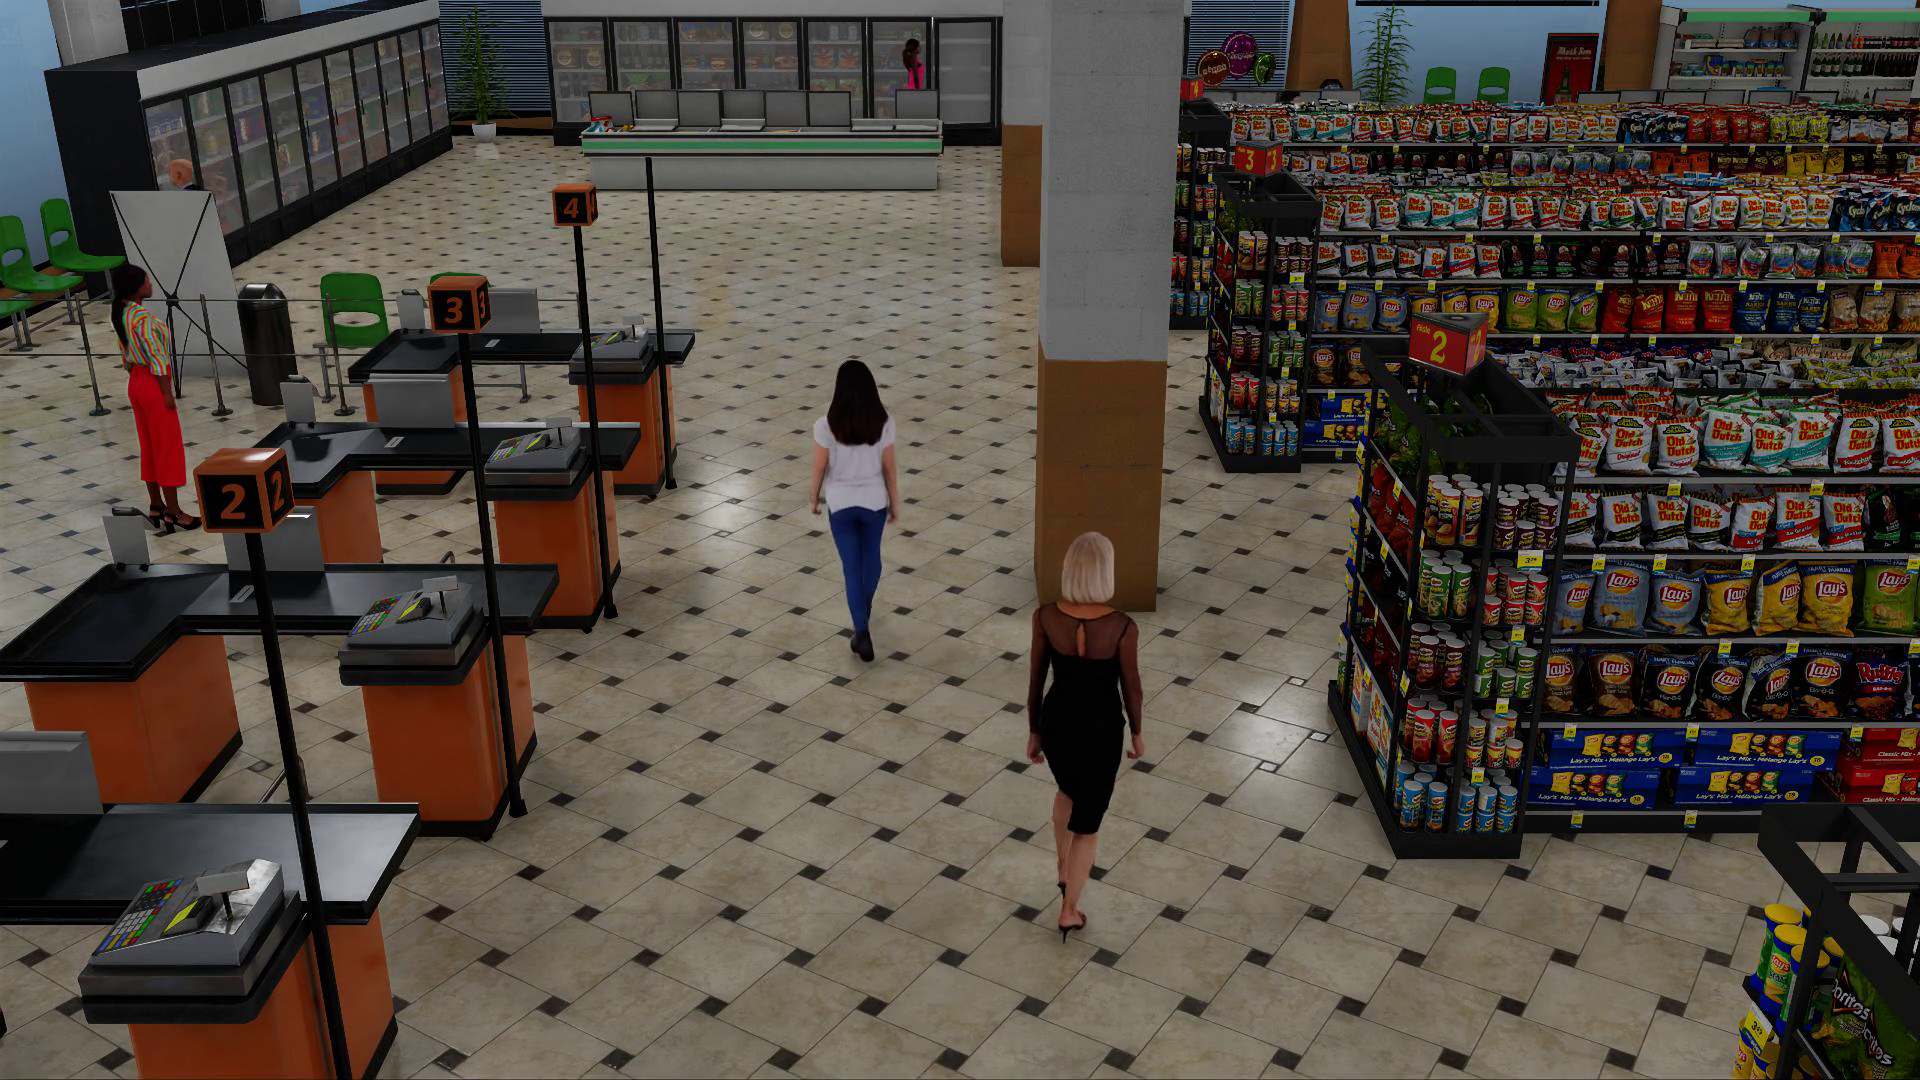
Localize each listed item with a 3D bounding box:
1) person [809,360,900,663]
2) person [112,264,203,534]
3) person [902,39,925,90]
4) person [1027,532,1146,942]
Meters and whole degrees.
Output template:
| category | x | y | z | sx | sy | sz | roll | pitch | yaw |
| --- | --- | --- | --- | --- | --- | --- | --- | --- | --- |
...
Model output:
| category | x | y | z | sx | sy | sz | roll | pitch | yaw |
| --- | --- | --- | --- | --- | --- | --- | --- | --- | --- |
| person | -0.544 | -0.112 | 9.100 | 0.981 | 1.655 | 0.837 | -6 | 23 | -15 |
| person | -5.321 | -0.931 | 10.953 | 0.652 | 1.793 | 0.737 | 16 | 27 | 34 |
| person | -0.740 | -6.989 | 26.125 | 0.604 | 1.722 | 0.601 | -4 | 22 | -10 |
| person | 0.454 | 0.835 | 6.646 | 0.753 | 1.727 | 0.793 | 11 | 24 | 25 |
